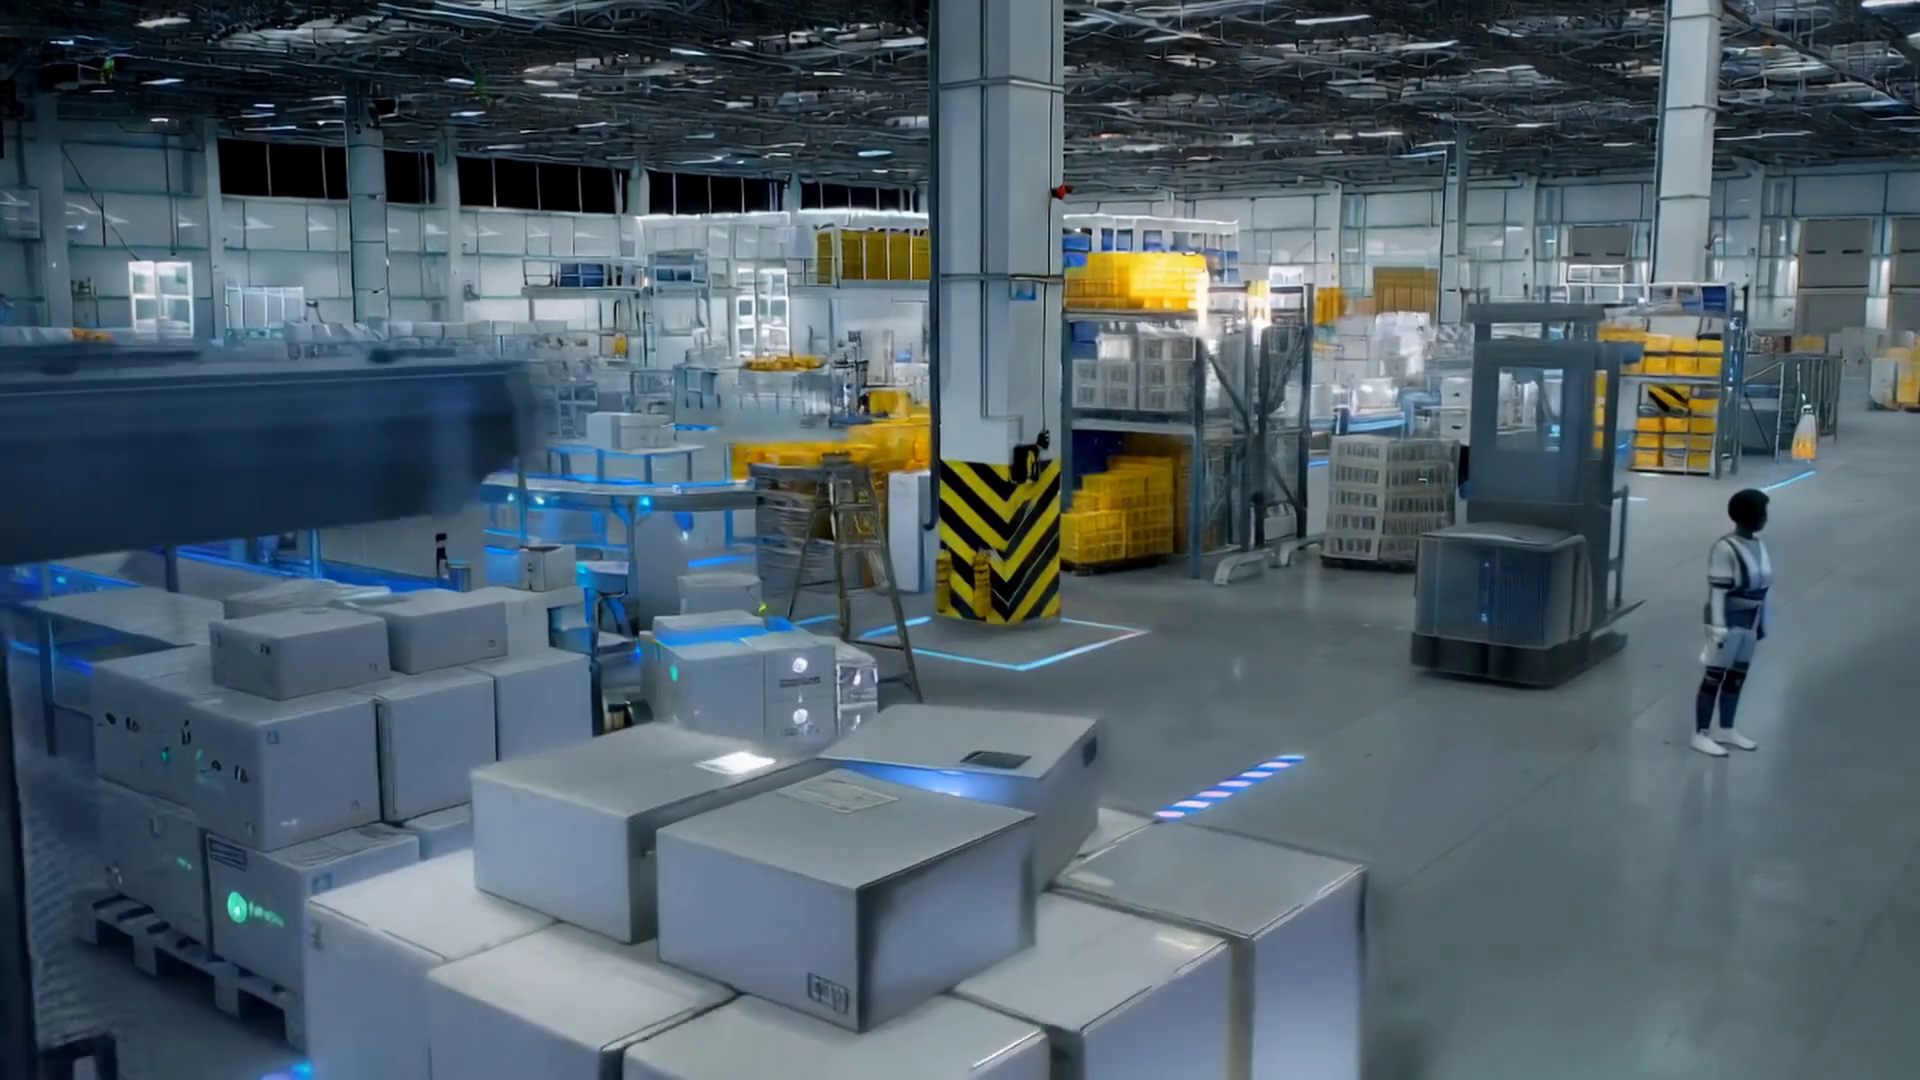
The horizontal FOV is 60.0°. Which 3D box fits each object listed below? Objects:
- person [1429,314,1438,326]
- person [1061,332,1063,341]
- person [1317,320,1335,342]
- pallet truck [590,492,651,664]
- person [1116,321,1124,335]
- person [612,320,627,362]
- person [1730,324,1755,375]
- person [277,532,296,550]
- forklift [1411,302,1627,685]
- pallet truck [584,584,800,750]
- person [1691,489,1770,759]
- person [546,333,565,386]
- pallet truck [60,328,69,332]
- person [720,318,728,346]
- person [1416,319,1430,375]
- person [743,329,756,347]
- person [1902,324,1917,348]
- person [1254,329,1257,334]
[{"bbox_3d":[22.443,-9.742,78.765,0.585,1.929,0.371,-5,10,-30],"label":"person"},{"bbox_3d":[3.205,-6.709,57.940,0.693,2.000,1.022,-6,10,-33],"label":"person"},{"bbox_3d":[13.069,-6.875,59.412,0.629,1.936,0.372,0,8,0],"label":"person"},{"bbox_3d":[-3.115,0.344,12.883,0.653,1.274,1.630,7,11,37],"label":"pallet truck"},{"bbox_3d":[5.604,-6.739,58.492,0.362,1.938,0.545,5,10,31],"label":"person"},{"bbox_3d":[-12.986,-7.462,63.555,0.575,1.882,0.355,0,8,2],"label":"person"},{"bbox_3d":[27.722,-6.749,58.958,0.990,1.831,0.533,3,9,22],"label":"person"},{"bbox_3d":[-7.589,-0.864,18.851,0.388,1.947,0.611,2,9,11],"label":"person"},{"bbox_3d":[4.379,-0.438,12.852,1.129,2.768,1.873,7,11,37],"label":"forklift"},{"bbox_3d":[-1.426,0.805,10.019,1.601,1.201,0.680,-4,9,-26],"label":"pallet truck"},{"bbox_3d":[4.853,0.518,10.410,0.534,1.694,0.321,-5,10,-33],"label":"person"},{"bbox_3d":[-10.575,-4.481,43.572,0.513,1.856,0.443,-1,9,-9],"label":"person"},{"bbox_3d":[-23.775,-4.544,43.495,1.885,1.965,0.823,6,10,35],"label":"pallet truck"},{"bbox_3d":[-9.452,-8.048,67.511,0.953,1.883,0.613,5,10,31],"label":"person"},{"bbox_3d":[16.225,-6.812,58.821,0.802,2.001,0.620,7,11,40],"label":"person"},{"bbox_3d":[-6.969,-6.149,55.188,0.537,1.741,0.746,-5,10,-32],"label":"person"},{"bbox_3d":[34.587,-6.992,60.674,0.634,1.807,0.940,-5,10,-29],"label":"person"},{"bbox_3d":[15.247,-10.946,86.858,0.640,1.932,0.443,-6,10,-33],"label":"person"}]
